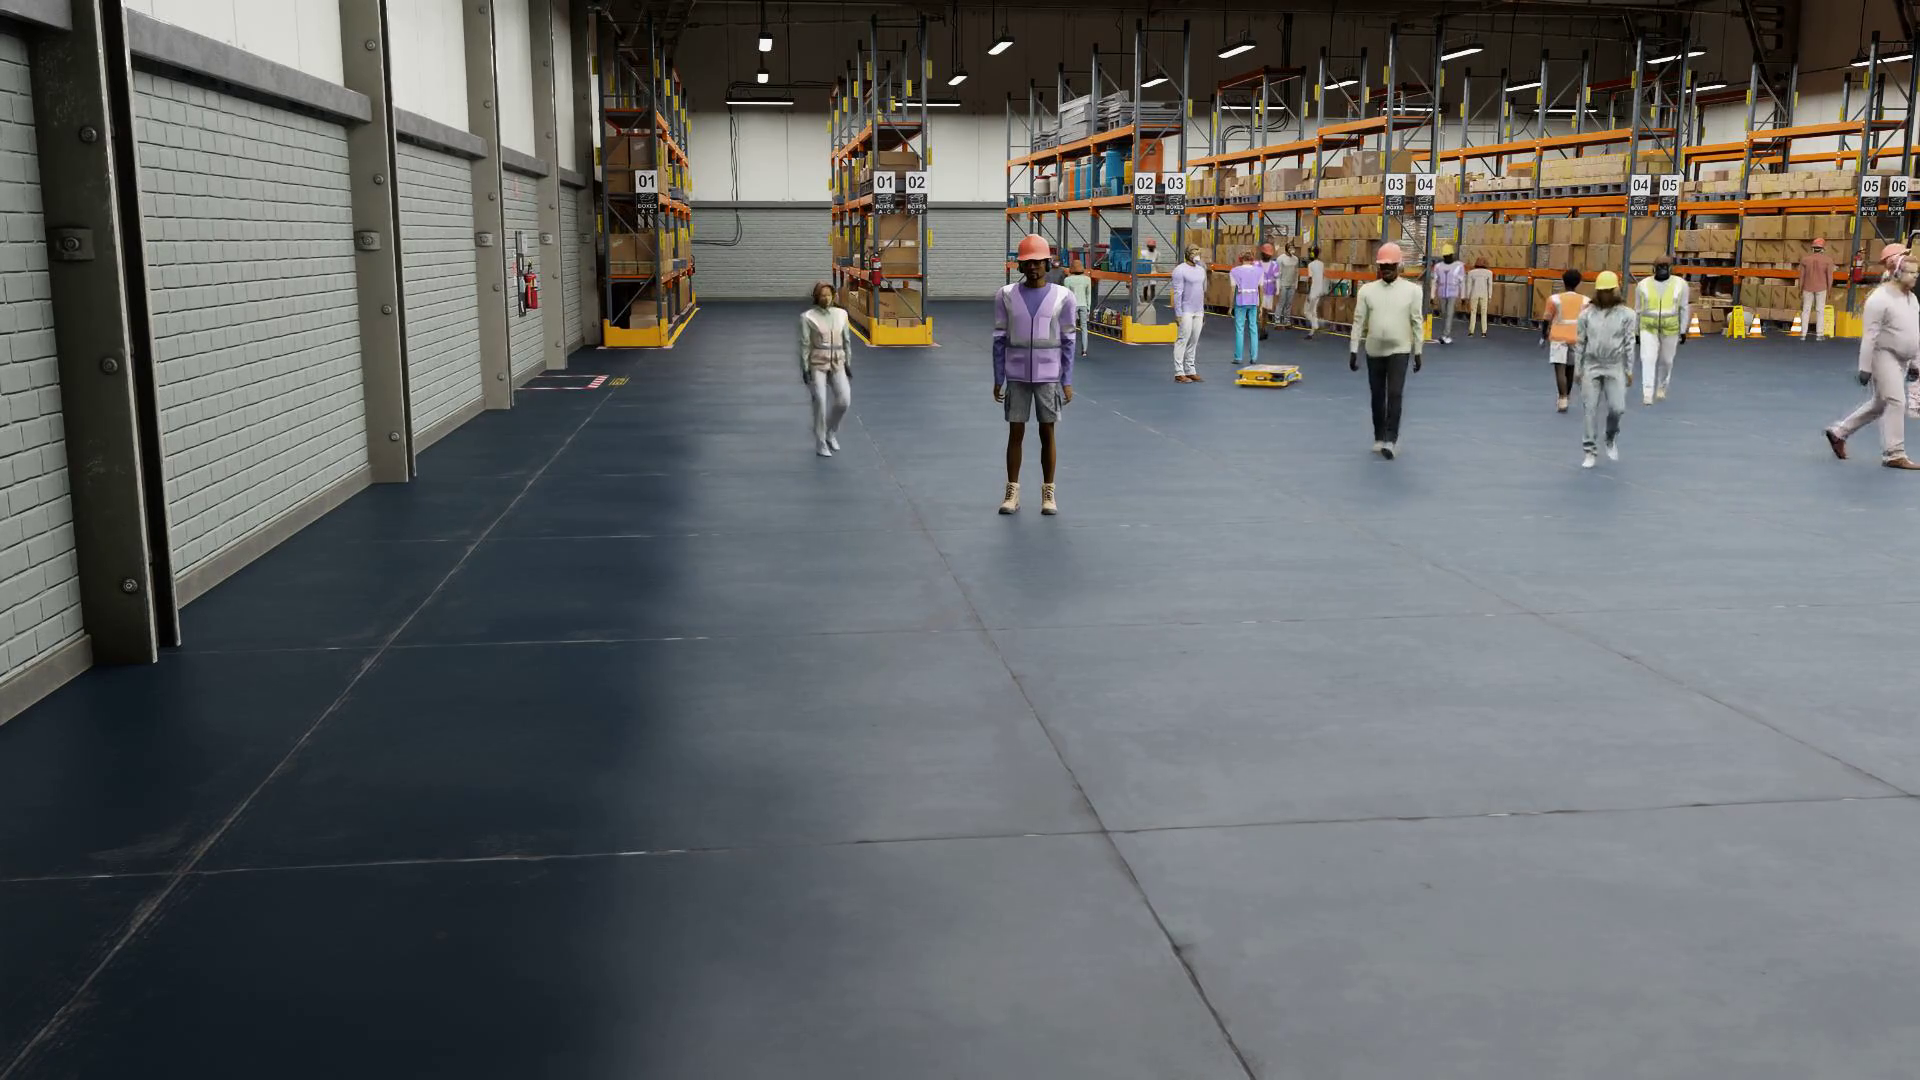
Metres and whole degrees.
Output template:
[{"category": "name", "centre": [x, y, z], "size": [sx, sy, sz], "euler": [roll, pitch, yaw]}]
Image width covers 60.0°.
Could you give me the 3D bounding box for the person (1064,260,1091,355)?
[{"category": "person", "centre": [2.004, -3.969, 28.459], "size": [0.503, 1.636, 0.277], "euler": [-3, 11, -16]}]

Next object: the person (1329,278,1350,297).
[{"category": "person", "centre": [9.272, -6.257, 40.650], "size": [0.525, 1.769, 0.313], "euler": [-1, 10, -5]}]

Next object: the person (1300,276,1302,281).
[{"category": "person", "centre": [10.103, -8.051, 50.092], "size": [0.542, 1.907, 0.586], "euler": [5, 12, 27]}]

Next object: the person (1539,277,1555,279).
[{"category": "person", "centre": [17.581, -8.018, 50.056], "size": [0.672, 1.867, 0.891], "euler": [-9, 14, -40]}]

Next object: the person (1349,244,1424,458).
[{"category": "person", "centre": [3.916, -1.740, 15.378], "size": [0.657, 1.948, 0.969], "euler": [5, 11, 24]}]

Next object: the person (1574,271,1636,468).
[{"category": "person", "centre": [5.659, -1.494, 14.632], "size": [0.502, 1.733, 0.367], "euler": [5, 11, 25]}]

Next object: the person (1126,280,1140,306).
[{"category": "person", "centre": [4.345, -6.513, 41.811], "size": [0.348, 1.860, 0.507], "euler": [9, 14, 40]}]

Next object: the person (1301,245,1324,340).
[{"category": "person", "centre": [6.973, -4.862, 32.762], "size": [0.509, 1.855, 0.424], "euler": [-10, 14, -43]}]

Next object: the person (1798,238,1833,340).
[{"category": "person", "centre": [16.792, -4.914, 32.654], "size": [0.611, 1.996, 0.378], "euler": [7, 13, 35]}]

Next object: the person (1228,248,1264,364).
[{"category": "person", "centre": [4.563, -3.719, 26.524], "size": [0.570, 1.840, 0.375], "euler": [-2, 11, -10]}]

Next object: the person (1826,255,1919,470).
[{"category": "person", "centre": [8.200, -1.589, 14.791], "size": [0.653, 1.875, 0.890], "euler": [-7, 12, -34]}]

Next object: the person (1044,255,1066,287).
[{"category": "person", "centre": [2.109, -5.373, 36.190], "size": [0.528, 1.609, 0.654], "euler": [-3, 11, -16]}]

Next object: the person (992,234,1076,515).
[{"category": "person", "centre": [0.536, -1.198, 12.156], "size": [0.607, 2.044, 0.372], "euler": [1, 10, 7]}]

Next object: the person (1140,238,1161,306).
[{"category": "person", "centre": [5.362, -7.543, 47.105], "size": [0.623, 2.004, 1.000], "euler": [0, 10, 1]}]

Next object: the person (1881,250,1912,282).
[{"category": "person", "centre": [15.113, -3.756, 26.758], "size": [0.586, 1.833, 0.403], "euler": [-1, 10, -3]}]

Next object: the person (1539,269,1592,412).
[{"category": "person", "centre": [7.084, -2.324, 19.403], "size": [0.533, 1.653, 0.862], "euler": [1, 10, 3]}]

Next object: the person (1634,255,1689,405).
[{"category": "person", "centre": [8.563, -2.579, 20.358], "size": [0.626, 1.819, 0.828], "euler": [4, 11, 22]}]

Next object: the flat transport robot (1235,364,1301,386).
[{"category": "flat transport robot", "centre": [4.257, -2.275, 22.921], "size": [0.652, 0.197, 1.431], "euler": [4, 11, 21]}]

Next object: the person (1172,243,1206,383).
[{"category": "person", "centre": [3.200, -3.154, 23.162], "size": [0.362, 1.939, 0.635], "euler": [10, 14, 44]}]

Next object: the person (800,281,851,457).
[{"category": "person", "centre": [-1.236, -1.581, 15.399], "size": [0.534, 1.626, 0.370], "euler": [-6, 12, -30]}]

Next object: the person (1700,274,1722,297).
[{"category": "person", "centre": [20.385, -7.144, 45.140], "size": [0.615, 1.899, 0.464], "euler": [-1, 10, -3]}]

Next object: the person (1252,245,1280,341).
[{"category": "person", "centre": [6.004, -4.847, 32.643], "size": [0.535, 1.866, 0.991], "euler": [-1, 10, -7]}]

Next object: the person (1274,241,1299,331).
[{"category": "person", "centre": [7.084, -5.496, 36.048], "size": [0.625, 1.931, 0.376], "euler": [-7, 13, -34]}]

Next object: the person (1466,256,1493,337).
[{"category": "person", "centre": [10.571, -4.953, 33.860], "size": [0.507, 1.633, 0.277], "euler": [3, 11, 14]}]

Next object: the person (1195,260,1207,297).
[{"category": "person", "centre": [5.090, -5.513, 36.422], "size": [0.625, 1.816, 0.467], "euler": [1, 10, 7]}]

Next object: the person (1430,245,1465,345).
[{"category": "person", "centre": [9.184, -4.620, 31.400], "size": [0.599, 1.859, 1.003], "euler": [7, 13, 34]}]

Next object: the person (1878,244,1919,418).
[{"category": "person", "centre": [10.657, -2.361, 18.814], "size": [0.445, 1.949, 0.681], "euler": [-2, 11, -11]}]
